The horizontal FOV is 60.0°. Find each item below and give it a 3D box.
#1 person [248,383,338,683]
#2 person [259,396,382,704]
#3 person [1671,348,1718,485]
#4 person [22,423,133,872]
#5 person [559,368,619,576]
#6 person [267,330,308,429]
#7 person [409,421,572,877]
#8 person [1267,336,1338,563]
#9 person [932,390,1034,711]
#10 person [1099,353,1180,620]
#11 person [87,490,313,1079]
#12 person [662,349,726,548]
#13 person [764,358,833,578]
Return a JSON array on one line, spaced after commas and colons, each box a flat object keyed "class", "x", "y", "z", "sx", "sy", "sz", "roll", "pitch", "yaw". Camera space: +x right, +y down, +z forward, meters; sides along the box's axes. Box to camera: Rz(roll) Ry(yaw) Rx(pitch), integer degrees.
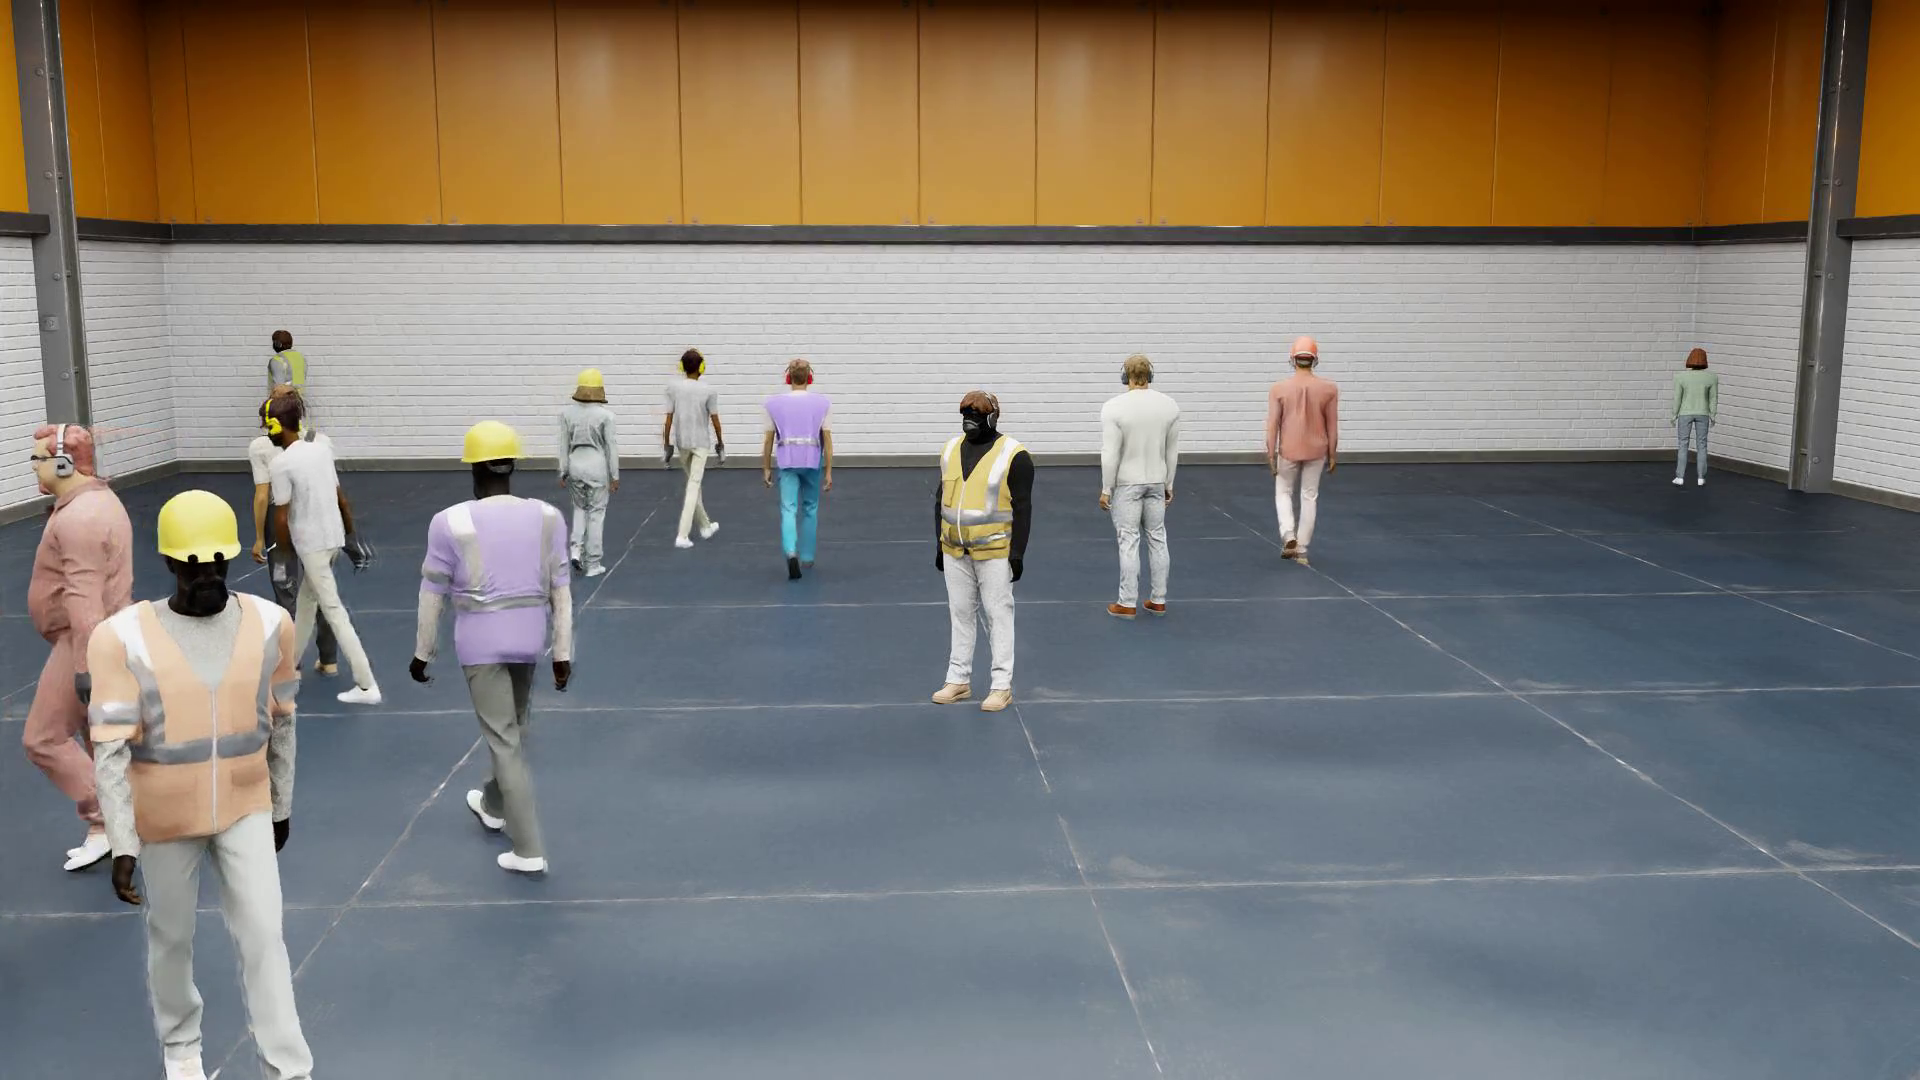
[{"class": "person", "x": -4.087, "y": -0.040, "z": 10.219, "sx": 0.327, "sy": 1.844, "sz": 0.514, "roll": 9, "pitch": 13, "yaw": 44}, {"class": "person", "x": -3.825, "y": 0.065, "z": 9.700, "sx": 0.976, "sy": 1.799, "sz": 0.590, "roll": 2, "pitch": 9, "yaw": 12}, {"class": "person", "x": 8.753, "y": -1.466, "z": 19.840, "sx": 0.507, "sy": 1.633, "sz": 0.277, "roll": 2, "pitch": 9, "yaw": 14}, {"class": "person", "x": -3.691, "y": 0.456, "z": 6.972, "sx": 0.445, "sy": 1.887, "sz": 0.669, "roll": -3, "pitch": 10, "yaw": -18}, {"class": "person", "x": -3.072, "y": -0.566, "z": 13.862, "sx": 0.517, "sy": 1.728, "sz": 0.362, "roll": 2, "pitch": 9, "yaw": 13}, {"class": "person", "x": -8.161, "y": -1.622, "z": 20.169, "sx": 0.429, "sy": 1.841, "sz": 0.634, "roll": 2, "pitch": 9, "yaw": 10}, {"class": "person", "x": -2.011, "y": 0.437, "z": 7.118, "sx": 0.599, "sy": 1.881, "sz": 0.957, "roll": -8, "pitch": 12, "yaw": -42}, {"class": "person", "x": 2.957, "y": -0.765, "z": 14.354, "sx": 0.622, "sy": 1.977, "sz": 0.496, "roll": 1, "pitch": 9, "yaw": 5}, {"class": "person", "x": 0.108, "y": 0.060, "z": 9.607, "sx": 0.621, "sy": 1.845, "sz": 0.429, "roll": 6, "pitch": 11, "yaw": 32}, {"class": "person", "x": 1.294, "y": -0.385, "z": 12.112, "sx": 0.629, "sy": 1.934, "sz": 0.376, "roll": -4, "pitch": 10, "yaw": -23}, {"class": "person", "x": -2.170, "y": 0.801, "z": 4.831, "sx": 0.610, "sy": 1.882, "sz": 0.976, "roll": -7, "pitch": 12, "yaw": -39}, {"class": "person", "x": -2.457, "y": -0.855, "z": 15.454, "sx": 0.540, "sy": 1.806, "sz": 1.006, "roll": 2, "pitch": 9, "yaw": 15}, {"class": "person", "x": -1.346, "y": -0.607, "z": 13.887, "sx": 0.579, "sy": 1.816, "sz": 0.862, "roll": -1, "pitch": 9, "yaw": -4}]
